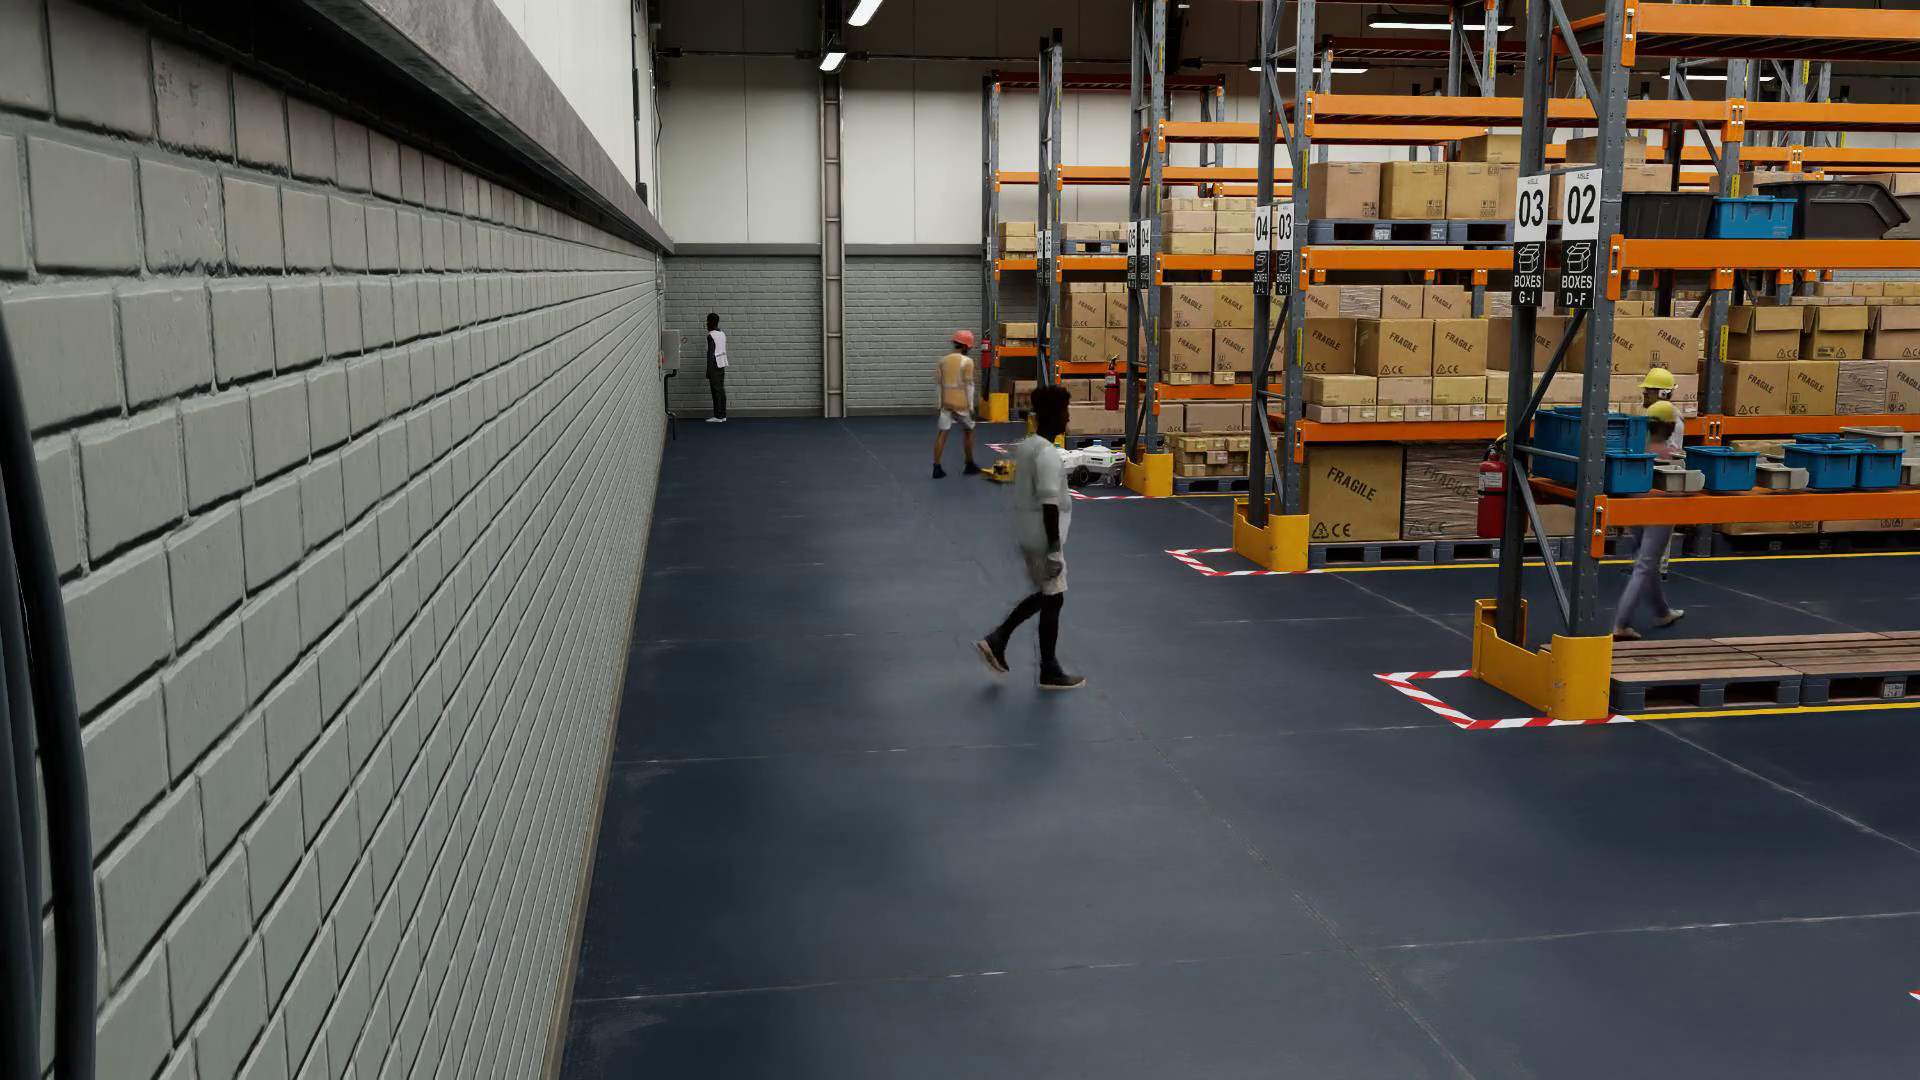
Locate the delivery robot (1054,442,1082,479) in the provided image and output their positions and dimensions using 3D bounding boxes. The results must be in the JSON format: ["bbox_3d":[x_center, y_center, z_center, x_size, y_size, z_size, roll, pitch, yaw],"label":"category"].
[{"bbox_3d":[1.167,-0.945,20.255,0.477,0.478,0.707,8,12,42],"label":"delivery robot"}]

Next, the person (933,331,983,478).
[{"bbox_3d":[-0.006,-1.740,21.372,0.629,1.877,0.879,7,12,39],"label":"person"}]

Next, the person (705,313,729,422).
[{"bbox_3d":[-4.275,-3.024,29.218,0.387,1.912,0.592,2,9,13],"label":"person"}]

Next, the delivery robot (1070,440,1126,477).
[{"bbox_3d":[1.695,-0.990,20.538,0.707,0.478,0.477,8,12,41],"label":"delivery robot"}]

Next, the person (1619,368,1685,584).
[{"bbox_3d":[5.882,-0.540,14.116,0.403,1.835,0.588,0,9,1],"label":"person"}]

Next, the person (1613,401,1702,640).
[{"bbox_3d":[5.044,-0.144,12.041,0.919,1.719,0.529,-5,10,-27],"label":"person"}]

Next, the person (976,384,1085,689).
[{"bbox_3d":[0.474,-0.011,10.494,0.564,1.952,0.616,-2,9,-11],"label":"person"}]

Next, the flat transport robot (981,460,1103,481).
[{"bbox_3d":[1.041,-0.909,21.194,1.431,0.197,0.652,-3,10,-17],"label":"flat transport robot"}]
